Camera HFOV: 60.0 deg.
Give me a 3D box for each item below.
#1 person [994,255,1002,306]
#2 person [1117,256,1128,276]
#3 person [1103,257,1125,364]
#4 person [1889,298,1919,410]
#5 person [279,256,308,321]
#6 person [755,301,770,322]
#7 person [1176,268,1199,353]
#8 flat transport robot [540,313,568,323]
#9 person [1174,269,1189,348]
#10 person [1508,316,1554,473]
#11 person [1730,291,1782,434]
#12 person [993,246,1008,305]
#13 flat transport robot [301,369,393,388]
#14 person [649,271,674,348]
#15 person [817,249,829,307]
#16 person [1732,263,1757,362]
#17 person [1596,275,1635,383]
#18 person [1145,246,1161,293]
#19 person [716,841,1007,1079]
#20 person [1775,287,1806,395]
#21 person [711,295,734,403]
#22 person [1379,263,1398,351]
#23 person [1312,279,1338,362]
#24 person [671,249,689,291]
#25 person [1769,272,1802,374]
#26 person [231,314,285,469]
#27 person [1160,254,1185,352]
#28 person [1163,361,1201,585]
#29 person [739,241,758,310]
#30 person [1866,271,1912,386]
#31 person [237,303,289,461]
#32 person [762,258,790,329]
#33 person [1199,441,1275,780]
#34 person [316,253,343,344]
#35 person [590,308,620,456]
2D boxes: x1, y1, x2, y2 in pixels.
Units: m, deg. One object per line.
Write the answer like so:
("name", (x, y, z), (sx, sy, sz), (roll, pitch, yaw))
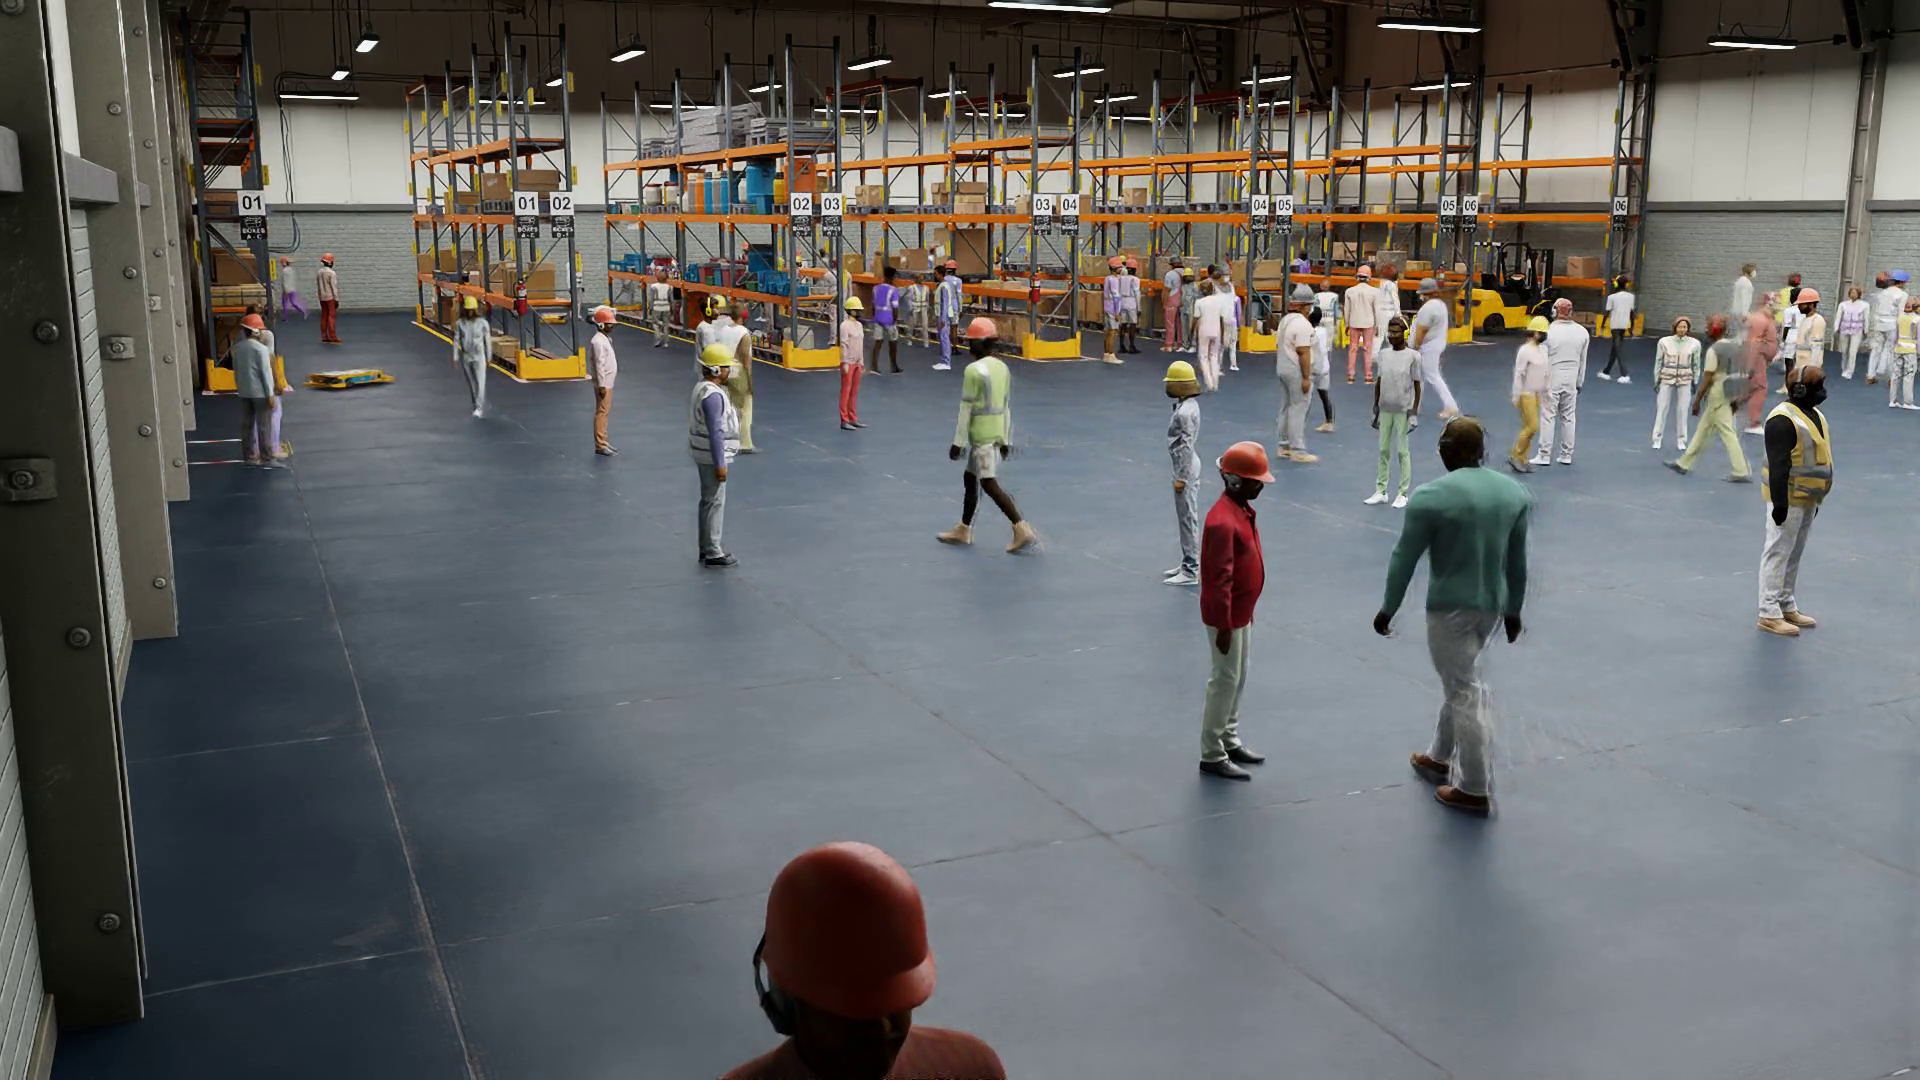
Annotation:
("person", (1.133, -7.719, 49.802), (0.281, 1.632, 0.508), (-4, 12, -19))
("person", (4.224, -6.541, 43.477), (0.313, 1.768, 0.528), (-8, 14, -36))
("person", (2.950, -4.379, 31.779), (0.382, 2.041, 0.616), (-2, 11, -11))
("person", (13.950, -2.740, 24.484), (0.313, 1.637, 0.513), (-3, 12, -15))
("person", (-17.823, -6.677, 44.271), (0.676, 1.729, 0.567), (1, 11, 5))
("person", (-5.253, -6.765, 44.271), (0.409, 1.903, 0.638), (-6, 13, -29))
("person", (4.712, -4.749, 34.422), (0.314, 1.743, 0.493), (-9, 14, -37))
("flat transport robot", (-10.711, -5.869, 43.870), (0.652, 0.197, 1.431), (-2, 11, -11))
("person", (4.750, -4.932, 35.504), (0.320, 1.685, 0.539), (-1, 11, -7))
("person", (6.319, -1.595, 18.369), (0.539, 1.751, 0.388), (-11, 15, -43))
("person", (10.332, -2.331, 21.798), (0.681, 1.874, 0.668), (6, 13, 28))
("person", (1.172, -7.878, 49.973), (0.575, 1.883, 0.362), (-2, 11, -12))
("flat transport robot", (-10.246, -2.712, 27.826), (0.652, 0.197, 1.431), (5, 12, 22))
("person", (-6.379, -4.915, 35.554), (0.556, 1.631, 0.376), (-5, 12, -25))
("person", (-4.060, -7.635, 48.892), (0.542, 1.819, 0.922), (-10, 15, -40))
("person", (15.085, -4.362, 31.998), (0.426, 1.919, 0.651), (4, 12, 17))
("person", (11.261, -3.618, 28.491), (0.540, 1.823, 0.971), (-3, 12, -14))
("person", (4.897, -6.452, 42.361), (0.412, 2.034, 0.603), (-3, 11, -13))
("person", (-0.170, 1.400, 2.533), (0.613, 1.994, 0.395), (-7, 13, -31))
("person", (13.261, -3.159, 26.461), (0.533, 1.697, 0.322), (-5, 12, -23))
("person", (-3.422, -2.601, 23.579), (0.498, 1.724, 0.597), (0, 11, 1))
("person", (8.902, -4.830, 34.612), (0.389, 1.837, 0.560), (-3, 11, -13))
("person", (7.041, -4.233, 32.118), (0.516, 1.617, 0.684), (2, 11, 11))
("person", (-7.609, -6.946, 45.115), (0.358, 1.930, 0.587), (8, 14, 35))
("person", (14.777, -3.863, 29.719), (0.493, 1.817, 0.615), (-1, 11, -7))
("person", (-7.938, -1.677, 18.791), (0.572, 1.747, 0.346), (6, 13, 28))
("person", (4.471, -4.956, 34.720), (0.686, 2.000, 0.536), (-9, 14, -37))
("person", (1.726, -0.521, 12.943), (0.322, 1.741, 0.489), (2, 11, 11))
("person", (-6.305, -7.854, 49.486), (0.617, 2.028, 0.409), (4, 12, 17))
("person", (15.590, -3.524, 27.800), (0.647, 1.917, 0.607), (-3, 12, -15))
("person", (-8.169, -1.838, 19.417), (0.525, 1.825, 0.371), (4, 12, 21))
("person", (-4.120, -5.385, 37.312), (0.614, 1.872, 0.875), (-2, 11, -12))
("person", (1.413, 0.354, 8.500), (0.354, 1.738, 0.578), (4, 12, 21))
("person", (-13.935, -5.328, 36.754), (0.625, 1.991, 0.404), (7, 13, 33))
("person", (-4.226, -1.889, 19.862), (0.343, 1.749, 0.571), (-1, 11, -4))
